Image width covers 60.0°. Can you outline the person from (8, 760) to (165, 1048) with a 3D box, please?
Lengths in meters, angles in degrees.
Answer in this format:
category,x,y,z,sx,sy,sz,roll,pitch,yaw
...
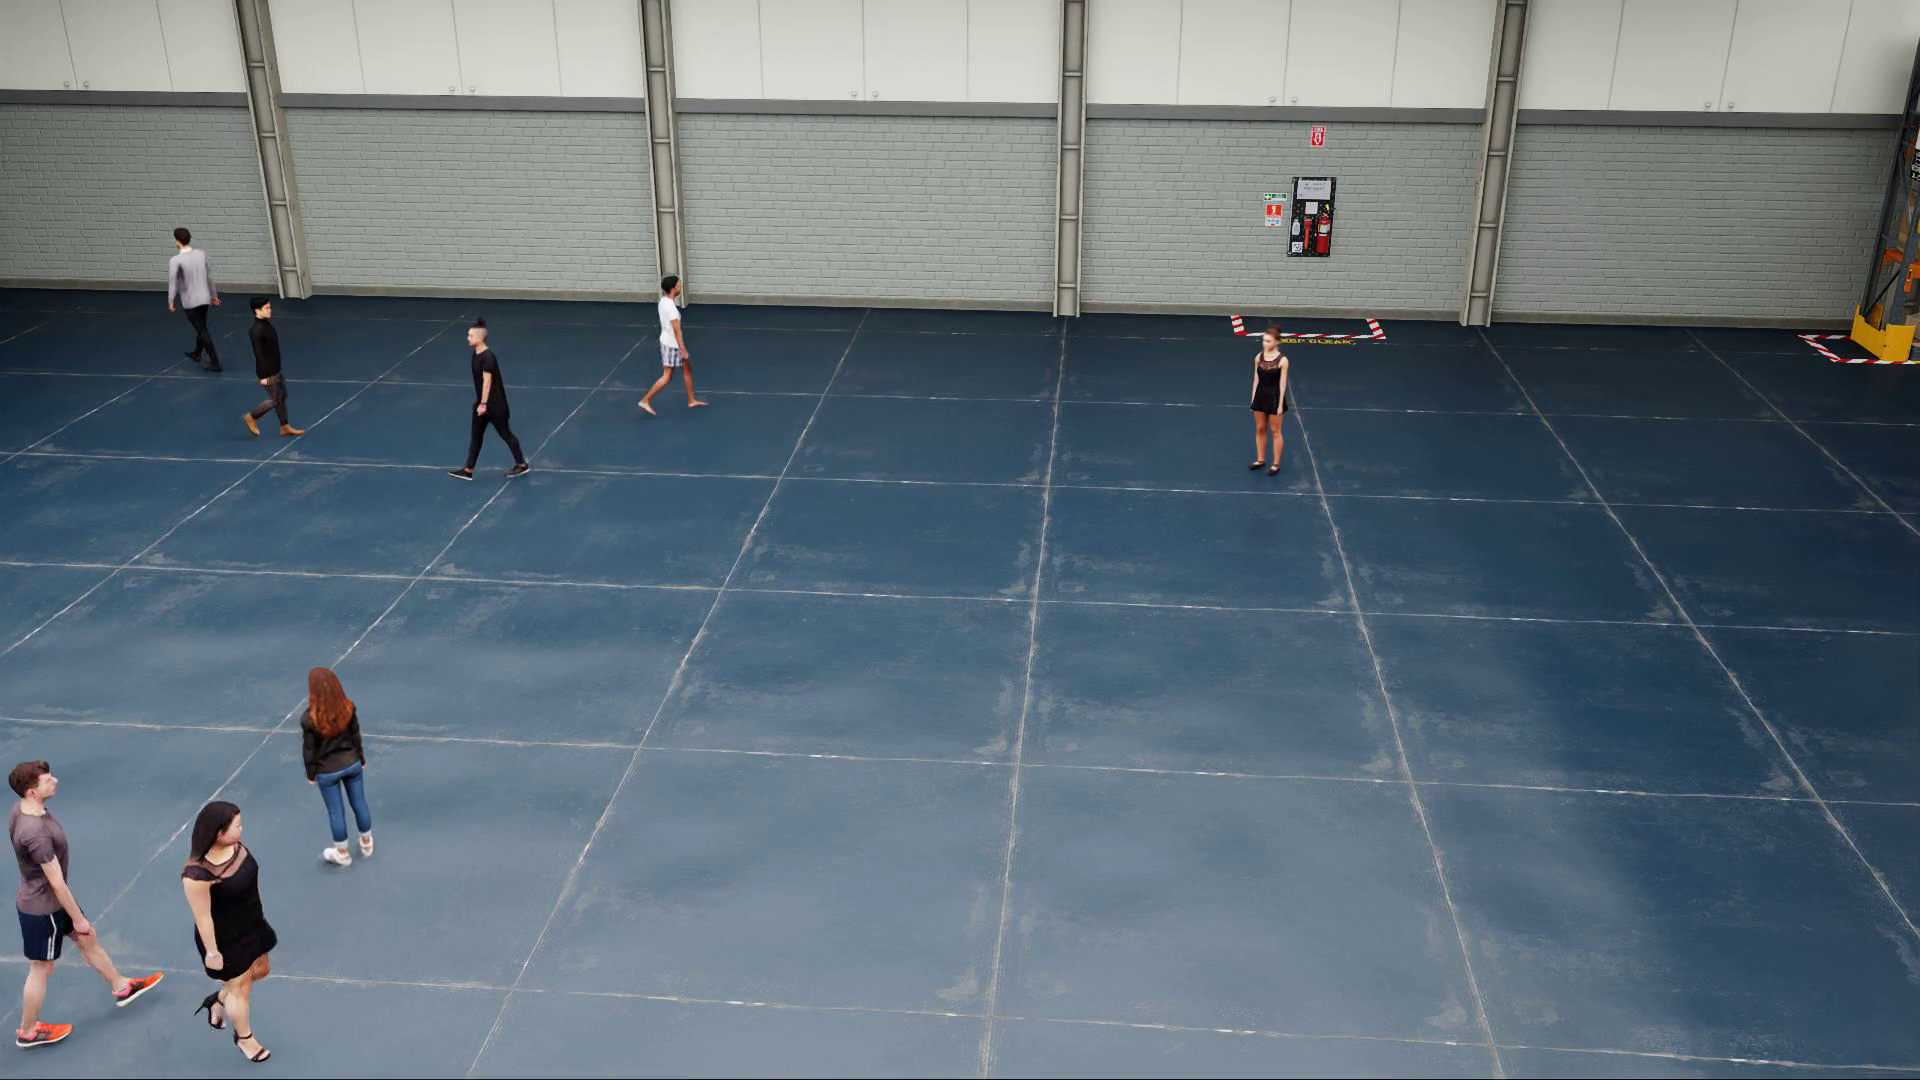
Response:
category,x,y,z,sx,sy,sz,roll,pitch,yaw
person,-5.390,2.145,9.628,1.185,1.816,1.071,-14,27,-30

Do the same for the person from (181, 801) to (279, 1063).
category,x,y,z,sx,sy,sz,roll,pitch,yaw
person,-4.267,2.249,9.533,0.753,1.699,0.668,1,23,3

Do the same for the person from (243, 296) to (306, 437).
category,x,y,z,sx,sy,sz,roll,pitch,yaw
person,-8.184,-2.019,19.557,0.920,1.709,0.735,-1,23,-3

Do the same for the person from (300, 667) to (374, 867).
category,x,y,z,sx,sy,sz,roll,pitch,yaw
person,-4.286,1.549,11.458,0.627,1.480,0.681,-19,30,-38

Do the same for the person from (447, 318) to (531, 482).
category,x,y,z,sx,sy,sz,roll,pitch,yaw
person,-5.070,-1.520,18.239,1.240,1.821,1.128,-15,27,-31

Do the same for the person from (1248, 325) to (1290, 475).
category,x,y,z,sx,sy,sz,roll,pitch,yaw
person,3.457,-1.569,18.536,0.670,1.679,0.749,19,30,38

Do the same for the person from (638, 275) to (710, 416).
category,x,y,z,sx,sy,sz,roll,pitch,yaw
person,-3.602,-2.352,20.356,1.208,1.696,0.930,-7,24,-15

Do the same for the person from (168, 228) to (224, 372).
category,x,y,z,sx,sy,sz,roll,pitch,yaw
person,-10.031,-3.150,21.979,1.182,1.894,0.993,10,25,23
